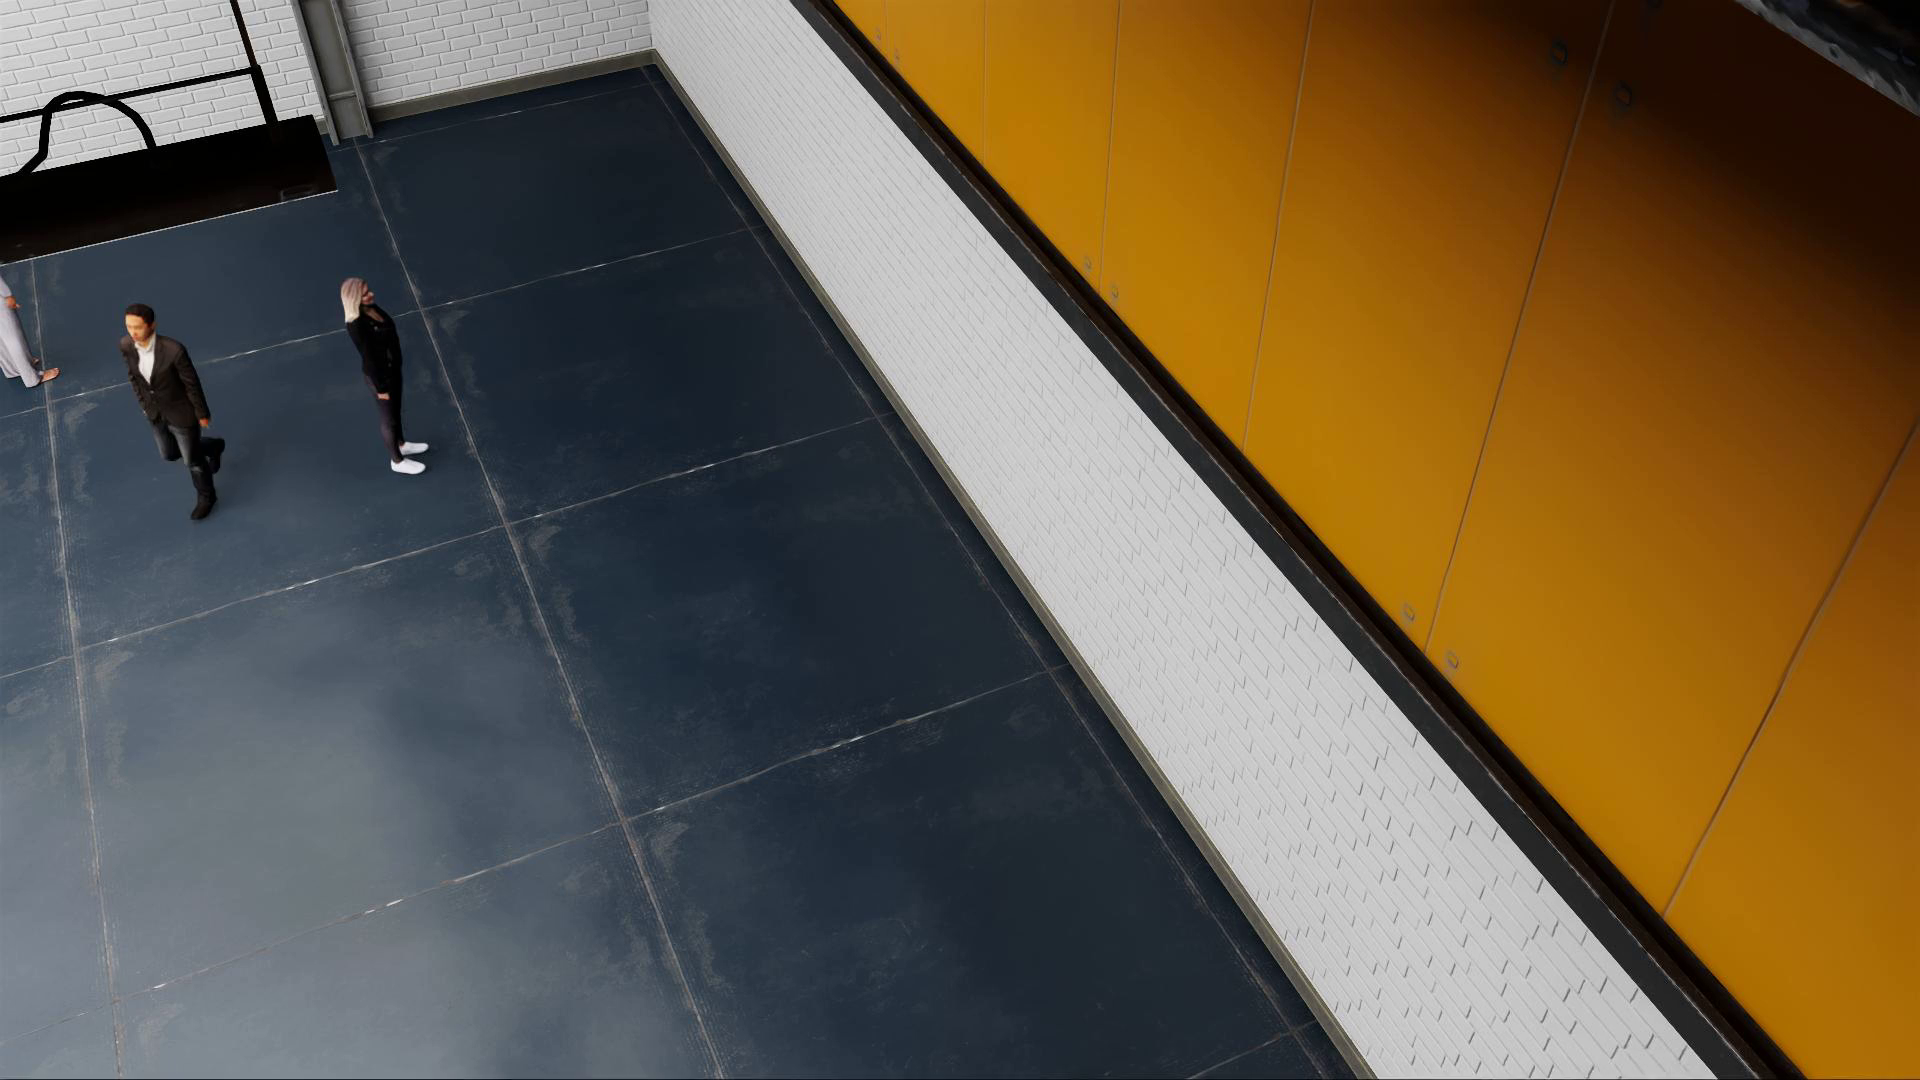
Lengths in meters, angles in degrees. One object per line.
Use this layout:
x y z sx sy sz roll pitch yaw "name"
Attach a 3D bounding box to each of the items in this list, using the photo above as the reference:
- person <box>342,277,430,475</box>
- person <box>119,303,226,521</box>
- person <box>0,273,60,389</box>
-4.294 -1.232 12.328 0.642 1.686 0.678 -4 44 -4 "person"
-5.641 -1.003 12.014 0.971 1.789 1.013 9 44 9 "person"
-7.669 -1.978 13.075 0.711 1.737 0.728 23 48 22 "person"
